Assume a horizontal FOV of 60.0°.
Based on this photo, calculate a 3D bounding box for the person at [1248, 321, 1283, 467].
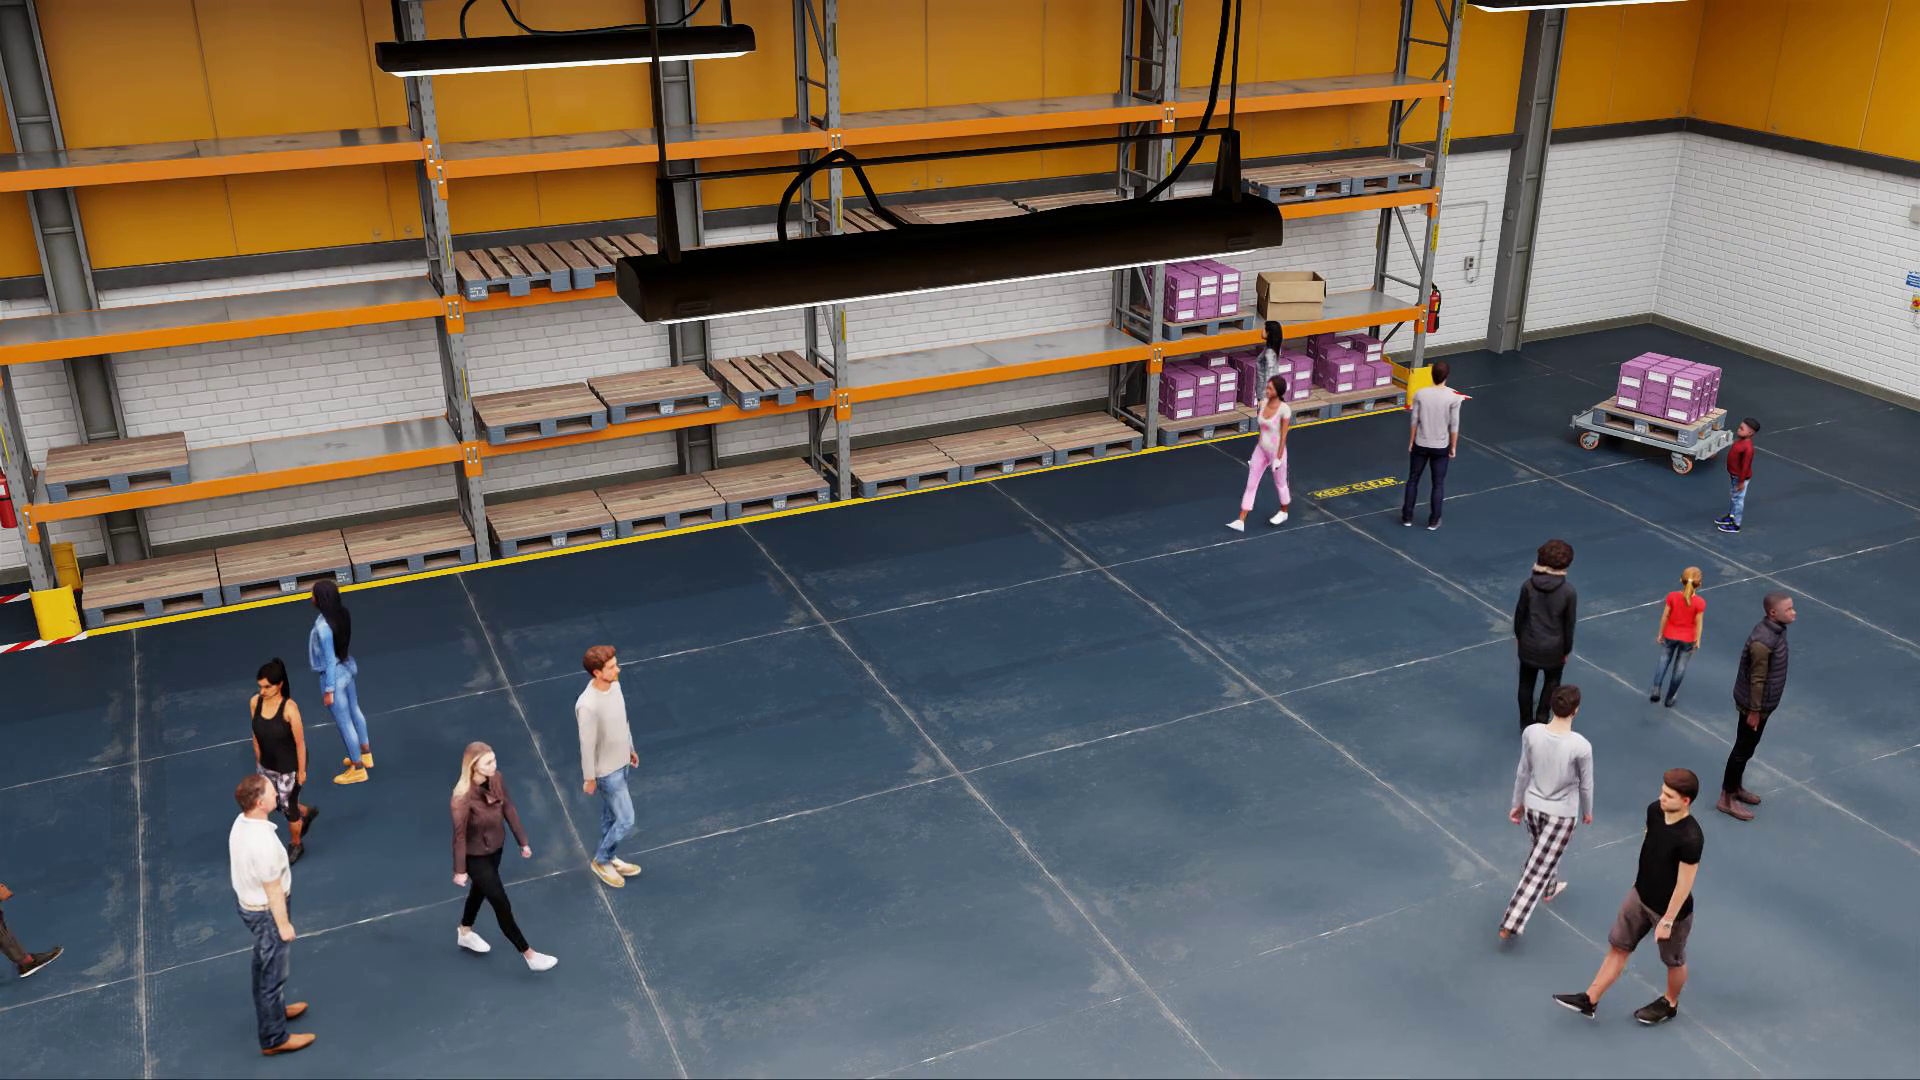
[{"bbox_3d":[3.604,-1.733,19.490,0.741,1.732,0.679,8,25,19],"label":"person"}]

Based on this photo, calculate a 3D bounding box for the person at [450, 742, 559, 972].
[{"bbox_3d":[-3.187,2.058,10.913,1.130,1.656,1.081,9,25,20],"label":"person"}]

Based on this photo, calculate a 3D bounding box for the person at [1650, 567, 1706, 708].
[{"bbox_3d":[6.088,0.856,14.108,0.612,1.299,0.698,16,28,32],"label":"person"}]

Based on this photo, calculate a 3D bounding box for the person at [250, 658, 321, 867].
[{"bbox_3d":[-4.845,1.566,12.039,0.800,1.655,0.858,9,25,20],"label":"person"}]

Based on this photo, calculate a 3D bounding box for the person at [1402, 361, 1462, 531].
[{"bbox_3d":[5.017,-1.017,17.718,0.711,1.839,0.751,10,26,22],"label":"person"}]

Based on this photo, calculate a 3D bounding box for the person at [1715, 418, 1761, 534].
[{"bbox_3d":[8.330,-0.705,17.735,0.630,1.253,0.581,6,24,13],"label":"person"}]

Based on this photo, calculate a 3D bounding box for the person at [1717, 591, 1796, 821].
[{"bbox_3d":[6.037,1.222,12.599,0.840,1.836,0.703,16,28,32],"label":"person"}]

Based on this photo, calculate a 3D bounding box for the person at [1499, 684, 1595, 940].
[{"bbox_3d":[3.922,1.874,11.154,1.238,1.799,0.850,-20,31,-38],"label":"person"}]

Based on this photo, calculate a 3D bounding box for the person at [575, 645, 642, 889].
[{"bbox_3d":[-2.563,1.577,11.720,0.782,1.890,0.762,3,24,6],"label":"person"}]

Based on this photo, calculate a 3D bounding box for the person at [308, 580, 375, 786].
[{"bbox_3d":[-4.861,1.098,13.039,0.656,1.712,0.679,-1,24,-1],"label":"person"}]

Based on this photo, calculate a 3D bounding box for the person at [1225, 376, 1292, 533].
[{"bbox_3d":[3.366,-0.905,17.643,1.184,1.695,0.793,-18,29,-35],"label":"person"}]

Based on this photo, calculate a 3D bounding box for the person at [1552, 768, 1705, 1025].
[{"bbox_3d":[4.431,2.229,10.301,1.135,1.832,0.828,-6,24,-14],"label":"person"}]

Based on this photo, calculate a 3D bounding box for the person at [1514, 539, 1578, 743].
[{"bbox_3d":[4.718,0.868,13.497,0.781,1.766,0.826,12,26,26],"label":"person"}]

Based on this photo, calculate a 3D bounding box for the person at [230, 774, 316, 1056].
[{"bbox_3d":[-4.274,2.274,10.184,0.631,1.843,0.677,-13,27,-27],"label":"person"}]
